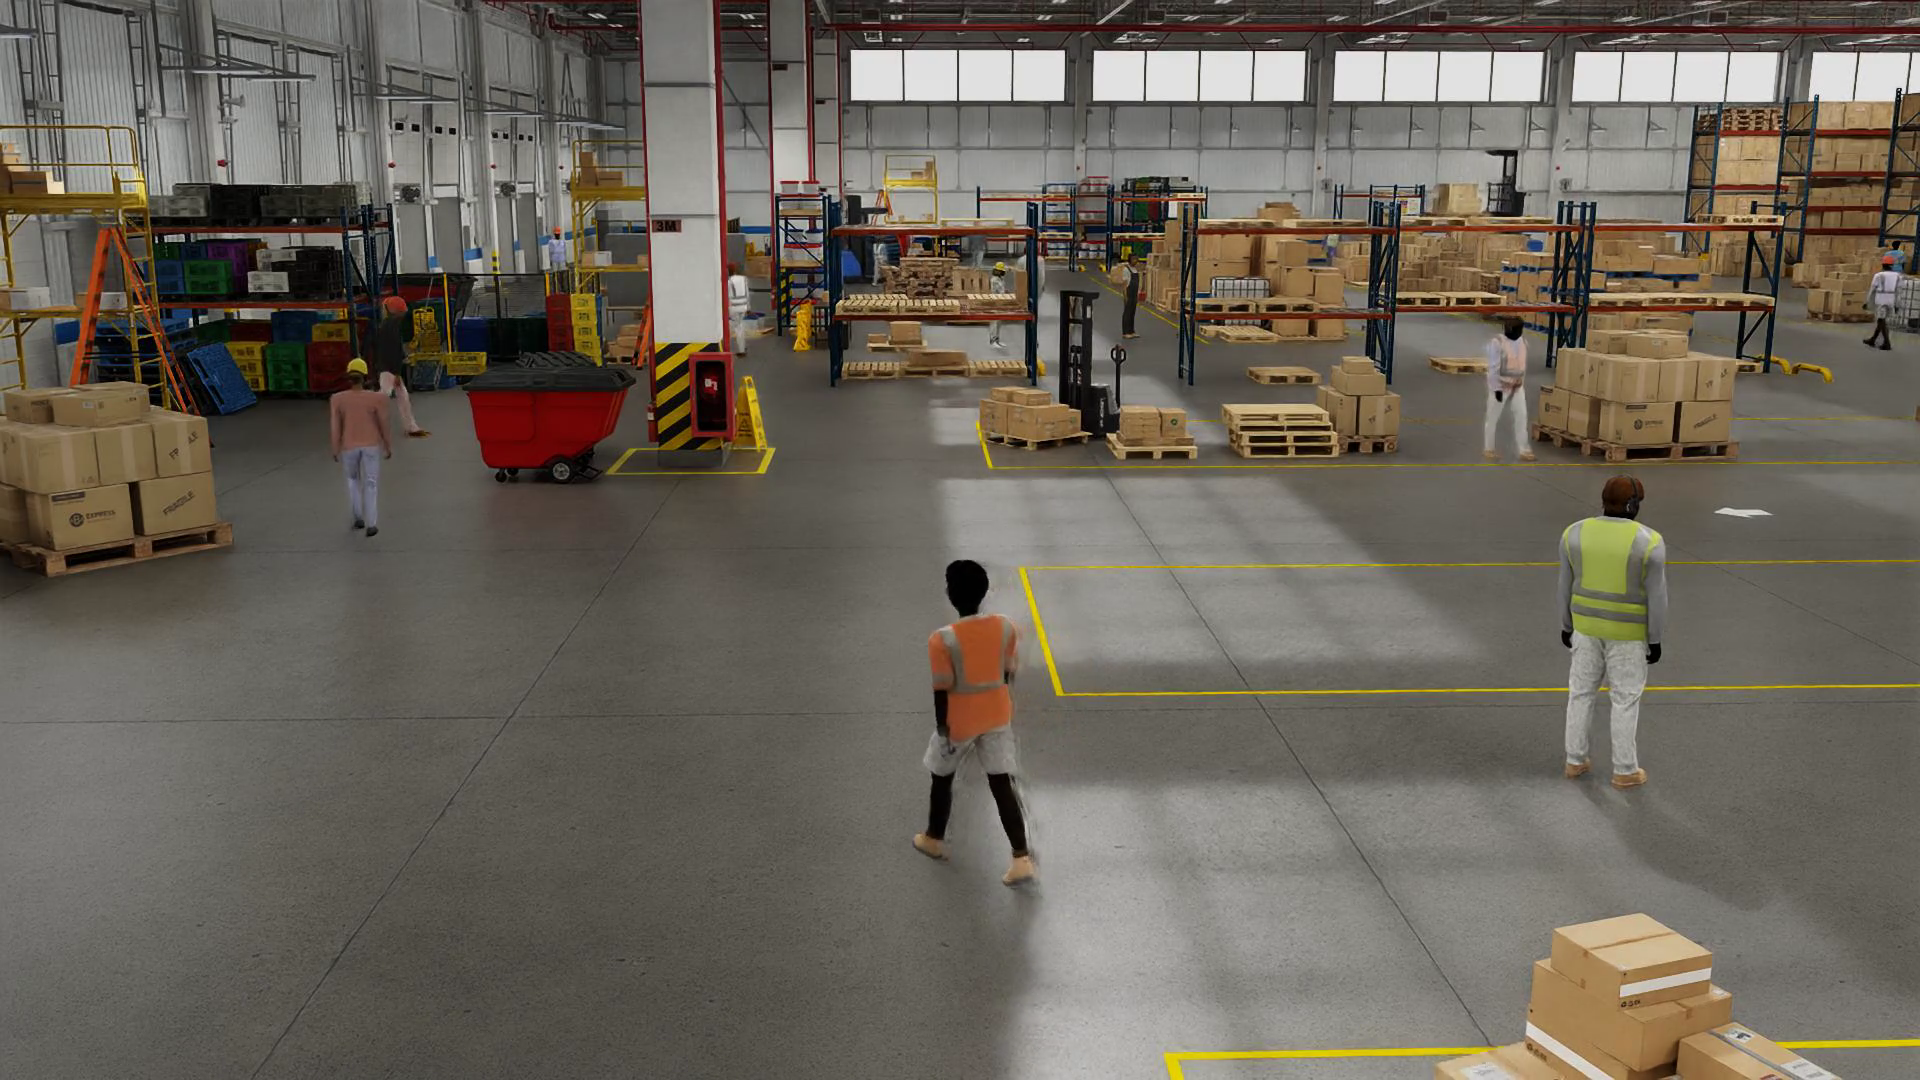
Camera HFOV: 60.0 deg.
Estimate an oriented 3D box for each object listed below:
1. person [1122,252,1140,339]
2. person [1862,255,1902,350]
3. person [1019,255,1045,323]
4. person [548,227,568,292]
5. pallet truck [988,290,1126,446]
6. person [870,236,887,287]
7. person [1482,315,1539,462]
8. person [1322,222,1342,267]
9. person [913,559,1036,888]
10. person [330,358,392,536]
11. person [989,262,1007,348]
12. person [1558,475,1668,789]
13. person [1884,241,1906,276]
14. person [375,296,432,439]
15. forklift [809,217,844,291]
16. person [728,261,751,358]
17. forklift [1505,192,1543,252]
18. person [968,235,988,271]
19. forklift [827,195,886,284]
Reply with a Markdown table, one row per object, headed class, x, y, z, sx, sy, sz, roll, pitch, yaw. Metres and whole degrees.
| class | x | y | z | sx | sy | sz | roll | pitch | yaw |
| --- | --- | --- | --- | --- | --- | --- | --- | --- | --- |
| person | 3.693 | -5.265 | 35.848 | 0.334 | 1.845 | 0.513 | 10 | 16 | 37 |
| person | 18.738 | -4.814 | 33.743 | 0.561 | 1.888 | 1.019 | -1 | 13 | -5 |
| person | 1.706 | -6.050 | 39.216 | 0.655 | 1.919 | 0.532 | 5 | 13 | 20 |
| person | -11.938 | -8.325 | 49.453 | 0.547 | 1.939 | 0.376 | -7 | 14 | -27 |
| pallet truck | 1.257 | -2.299 | 22.111 | 1.885 | 1.965 | 0.823 | -9 | 15 | -35 |
| person | -2.484 | -8.706 | 51.974 | 0.573 | 1.582 | 0.888 | 8 | 15 | 32 |
| person | 6.819 | -1.851 | 20.534 | 0.625 | 1.807 | 0.864 | -5 | 13 | -20 |
| person | 13.222 | -10.396 | 58.990 | 0.669 | 1.868 | 0.913 | 7 | 14 | 30 |
| person | 0.086 | 0.912 | 8.392 | 0.532 | 1.656 | 0.872 | -7 | 14 | -28 |
| person | -5.934 | -0.938 | 16.545 | 0.543 | 1.741 | 0.722 | -2 | 13 | -11 |
| person | 0.796 | -4.807 | 34.033 | 0.308 | 1.736 | 0.484 | 6 | 14 | 24 |
| person | 3.800 | 0.532 | 9.702 | 0.621 | 1.837 | 0.429 | 11 | 17 | 41 |
| person | 25.714 | -7.393 | 45.802 | 0.531 | 1.692 | 0.320 | 5 | 13 | 21 |
| person | -7.640 | -2.259 | 22.082 | 1.003 | 1.943 | 0.669 | -5 | 14 | -22 |
| forklift | -4.373 | -8.620 | 48.640 | 1.873 | 2.768 | 1.129 | 0 | 12 | -2 |
| person | -4.340 | -4.442 | 32.079 | 0.547 | 1.863 | 0.604 | 11 | 17 | 41 |
| forklift | 20.021 | -11.147 | 60.048 | 1.873 | 2.768 | 1.129 | 0 | 12 | -2 |
| person | 0.599 | -9.545 | 55.089 | 0.632 | 1.891 | 1.023 | 4 | 13 | 17 |
| forklift | -3.353 | -9.520 | 52.704 | 1.873 | 2.768 | 1.129 | -3 | 13 | -12 |
